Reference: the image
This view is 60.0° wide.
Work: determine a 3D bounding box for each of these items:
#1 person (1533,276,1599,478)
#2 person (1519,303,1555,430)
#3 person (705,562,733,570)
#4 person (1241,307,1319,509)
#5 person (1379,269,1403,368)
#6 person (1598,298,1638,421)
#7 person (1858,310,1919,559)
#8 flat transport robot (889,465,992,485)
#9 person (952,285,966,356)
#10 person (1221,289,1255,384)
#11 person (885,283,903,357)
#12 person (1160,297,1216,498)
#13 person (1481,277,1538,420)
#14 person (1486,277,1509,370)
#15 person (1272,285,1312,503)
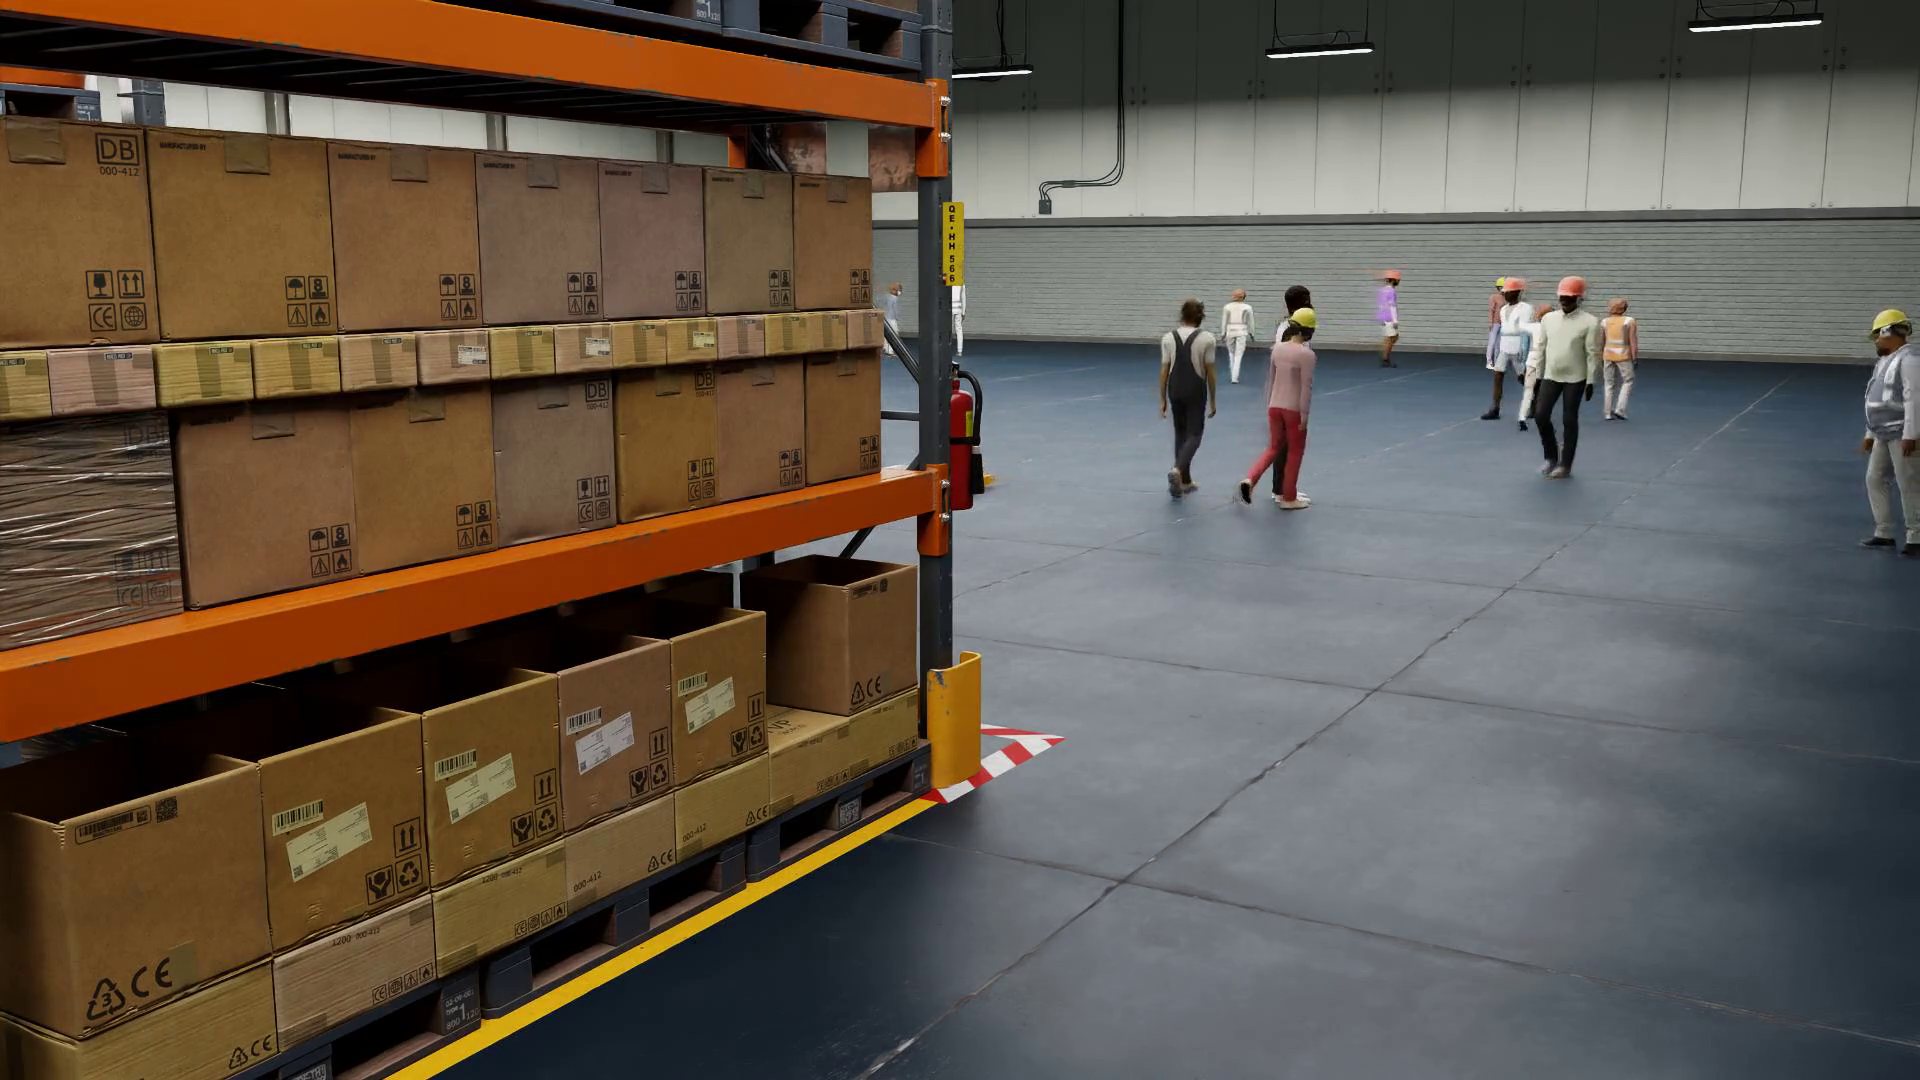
[{"bbox_3d":[5.908,-1.581,16.275,0.655,1.974,0.473,9,14,44],"label":"person"},{"bbox_3d":[7.282,-2.176,20.878,0.510,1.602,0.834,7,12,37],"label":"person"},{"bbox_3d":[-1.571,-0.762,11.710,0.597,1.908,0.656,4,11,23],"label":"person"},{"bbox_3d":[2.766,-1.110,14.208,0.609,1.738,0.545,-6,11,-32],"label":"person"},{"bbox_3d":[8.421,-4.309,32.416,0.421,1.920,0.571,0,10,2],"label":"person"},{"bbox_3d":[8.679,-2.377,21.944,0.368,1.630,0.567,-8,13,-40],"label":"person"},{"bbox_3d":[6.845,-0.775,12.143,0.448,1.783,0.653,2,10,10],"label":"person"},{"bbox_3d":[-0.382,-0.561,15.300,0.652,0.197,1.431,7,12,36],"label":"flat transport robot"},{"bbox_3d":[-0.152,-4.953,36.302,0.572,1.883,0.356,-4,10,-20],"label":"person"},{"bbox_3d":[4.805,-3.503,28.619,0.547,1.592,0.842,4,11,24],"label":"person"},{"bbox_3d":[-1.434,-4.761,36.021,0.347,1.593,0.670,-3,10,-16],"label":"person"},{"bbox_3d":[2.043,-1.284,15.040,0.513,1.816,0.814,5,11,27],"label":"person"},{"bbox_3d":[7.420,-2.549,22.187,0.916,1.907,0.564,-5,11,-27],"label":"person"},{"bbox_3d":[10.386,-4.160,31.997,0.533,1.767,0.326,-6,11,-31],"label":"person"},{"bbox_3d":[2.931,-1.292,14.758,0.391,1.920,0.587,1,10,7],"label":"person"}]
